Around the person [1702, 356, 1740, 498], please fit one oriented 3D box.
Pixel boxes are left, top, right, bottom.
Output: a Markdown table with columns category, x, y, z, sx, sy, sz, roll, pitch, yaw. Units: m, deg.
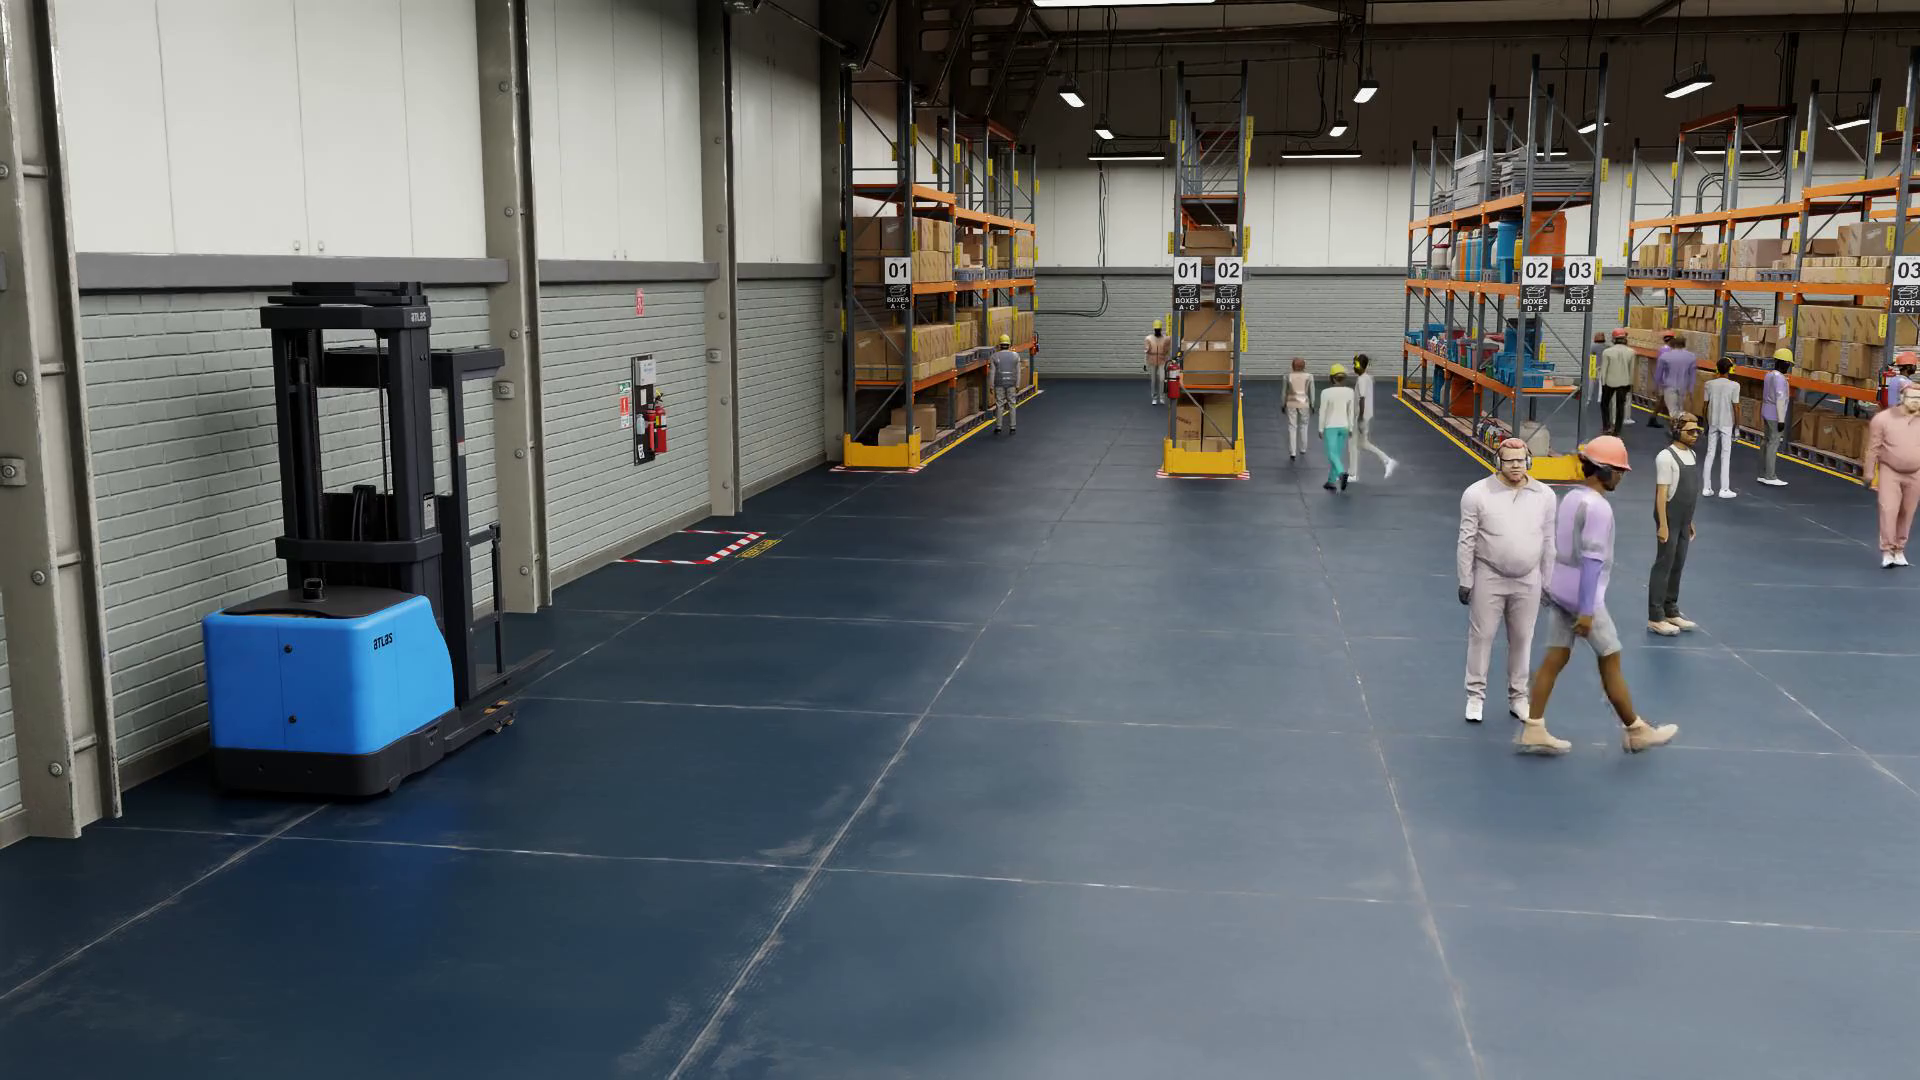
| category | x | y | z | sx | sy | sz | roll | pitch | yaw |
| --- | --- | --- | --- | --- | --- | --- | --- | --- | --- |
| person | 10.167 | -1.512 | 22.203 | 0.326 | 1.876 | 0.520 | -8 | 12 | -39 |

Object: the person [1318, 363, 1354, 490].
| category | x | y | z | sx | sy | sz | roll | pitch | yaw |
| --- | --- | --- | --- | --- | --- | --- | --- | --- | --- |
| person | 5.184 | -1.541 | 22.790 | 0.528 | 1.746 | 0.713 | -3 | 10 | -18 |

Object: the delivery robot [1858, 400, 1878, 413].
| category | x | y | z | sx | sy | sz | roll | pitch | yaw |
| --- | --- | --- | --- | --- | --- | --- | --- | --- | --- |
| delivery robot | 18.678 | -2.805 | 34.078 | 0.477 | 0.478 | 0.707 | 2 | 9 | 14 |

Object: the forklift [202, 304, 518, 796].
| category | x | y | z | sx | sy | sz | roll | pitch | yaw |
| --- | --- | --- | --- | --- | --- | --- | --- | --- | --- |
| forklift | -3.673 | -0.038 | 10.147 | 1.129 | 2.768 | 1.873 | 1 | 9 | 9 |

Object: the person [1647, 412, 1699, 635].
| category | x | y | z | sx | sy | sz | roll | pitch | yaw |
| --- | --- | --- | --- | --- | --- | --- | --- | --- | --- |
| person | 5.968 | -0.145 | 13.861 | 0.514 | 1.845 | 0.336 | -8 | 12 | -40 |

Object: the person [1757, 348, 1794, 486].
| category | x | y | z | sx | sy | sz | roll | pitch | yaw |
| --- | --- | --- | --- | --- | --- | --- | --- | --- | --- |
| person | 11.503 | -1.737 | 23.442 | 0.378 | 1.922 | 0.585 | 1 | 9 | 8 |

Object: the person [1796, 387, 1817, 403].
| category | x | y | z | sx | sy | sz | roll | pitch | yaw |
| --- | --- | --- | --- | --- | --- | --- | --- | --- | --- |
| person | 17.348 | -3.481 | 34.145 | 0.630 | 1.937 | 0.528 | -1 | 9 | -5 |

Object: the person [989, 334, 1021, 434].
| category | x | y | z | sx | sy | sz | roll | pitch | yaw |
| --- | --- | --- | --- | --- | --- | --- | --- | --- | --- |
| person | 0.826 | -2.876 | 30.739 | 0.590 | 1.833 | 0.404 | -2 | 9 | -11 |

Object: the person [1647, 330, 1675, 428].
| category | x | y | z | sx | sy | sz | roll | pitch | yaw |
| --- | --- | --- | --- | --- | --- | --- | --- | --- | --- |
| person | 13.586 | -3.070 | 31.870 | 0.685 | 1.860 | 0.628 | 2 | 9 | 12 |

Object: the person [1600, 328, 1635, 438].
| category | x | y | z | sx | sy | sz | roll | pitch | yaw |
| --- | --- | --- | --- | --- | --- | --- | --- | --- | --- |
| person | 11.850 | -2.836 | 30.018 | 0.611 | 1.979 | 0.505 | 1 | 9 | 3 |

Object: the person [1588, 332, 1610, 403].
| category | x | y | z | sx | sy | sz | roll | pitch | yaw |
| --- | --- | --- | --- | --- | --- | --- | --- | --- | --- |
| person | 14.646 | -3.960 | 38.172 | 0.515 | 1.593 | 0.836 | 1 | 9 | 9 |

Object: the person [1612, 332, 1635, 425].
| category | x | y | z | sx | sy | sz | roll | pitch | yaw |
| --- | --- | --- | --- | --- | --- | --- | --- | --- | --- |
| person | 12.984 | -3.172 | 32.590 | 0.649 | 1.826 | 0.552 | -6 | 11 | -34 |

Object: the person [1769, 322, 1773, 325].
| category | x | y | z | sx | sy | sz | roll | pitch | yaw |
| --- | --- | --- | --- | --- | --- | --- | --- | --- | --- |
| person | 18.293 | -3.964 | 37.359 | 0.607 | 1.871 | 0.531 | 3 | 10 | 15 |

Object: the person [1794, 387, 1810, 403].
| category | x | y | z | sx | sy | sz | roll | pitch | yaw |
| --- | --- | --- | --- | --- | --- | --- | --- | --- | --- |
| person | 18.215 | -3.624 | 35.969 | 0.500 | 1.633 | 0.281 | 3 | 10 | 16 |

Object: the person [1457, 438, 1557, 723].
| category | x | y | z | sx | sy | sz | roll | pitch | yaw |
| --- | --- | --- | --- | --- | --- | --- | --- | --- | --- |
| person | 3.654 | 0.270 | 11.113 | 0.651 | 1.907 | 0.409 | 0 | 9 | 2 |

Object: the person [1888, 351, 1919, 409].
| category | x | y | z | sx | sy | sz | roll | pitch | yaw |
| --- | --- | --- | --- | --- | --- | --- | --- | --- | --- |
| person | 12.612 | -1.557 | 22.273 | 0.354 | 1.942 | 0.545 | 1 | 9 | 6 |

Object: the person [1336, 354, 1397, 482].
| category | x | y | z | sx | sy | sz | roll | pitch | yaw |
| --- | --- | --- | --- | --- | --- | --- | --- | --- | --- |
| person | 5.836 | -1.742 | 23.772 | 0.749 | 1.837 | 0.578 | 5 | 10 | 26 |

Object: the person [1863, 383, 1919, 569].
| category | x | y | z | sx | sy | sz | roll | pitch | yaw |
| --- | --- | --- | --- | --- | --- | --- | --- | --- | --- |
| person | 9.544 | -0.633 | 16.777 | 0.675 | 1.871 | 0.861 | 2 | 10 | 14 |

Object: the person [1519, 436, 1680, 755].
| category | x | y | z | sx | sy | sz | roll | pitch | yaw |
| --- | --- | --- | --- | --- | --- | --- | --- | --- | --- |
| person | 3.992 | 0.356 | 10.317 | 1.023 | 1.989 | 0.624 | 0 | 9 | -1 |

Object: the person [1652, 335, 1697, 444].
| category | x | y | z | sx | sy | sz | roll | pitch | yaw |
| --- | --- | --- | --- | --- | --- | --- | --- | --- | --- |
| person | 12.530 | -2.653 | 29.208 | 0.648 | 1.877 | 1.033 | 1 | 9 | 3 |

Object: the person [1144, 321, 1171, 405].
| category | x | y | z | sx | sy | sz | roll | pitch | yaw |
| --- | --- | --- | --- | --- | --- | --- | --- | --- | --- |
| person | 4.401 | -3.943 | 37.161 | 0.605 | 1.889 | 0.926 | 1 | 9 | 8 |

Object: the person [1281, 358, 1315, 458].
| category | x | y | z | sx | sy | sz | roll | pitch | yaw |
| --- | --- | --- | --- | --- | --- | --- | --- | --- | --- |
| person | 5.485 | -2.151 | 26.999 | 0.548 | 1.593 | 0.856 | 2 | 9 | 11 |
